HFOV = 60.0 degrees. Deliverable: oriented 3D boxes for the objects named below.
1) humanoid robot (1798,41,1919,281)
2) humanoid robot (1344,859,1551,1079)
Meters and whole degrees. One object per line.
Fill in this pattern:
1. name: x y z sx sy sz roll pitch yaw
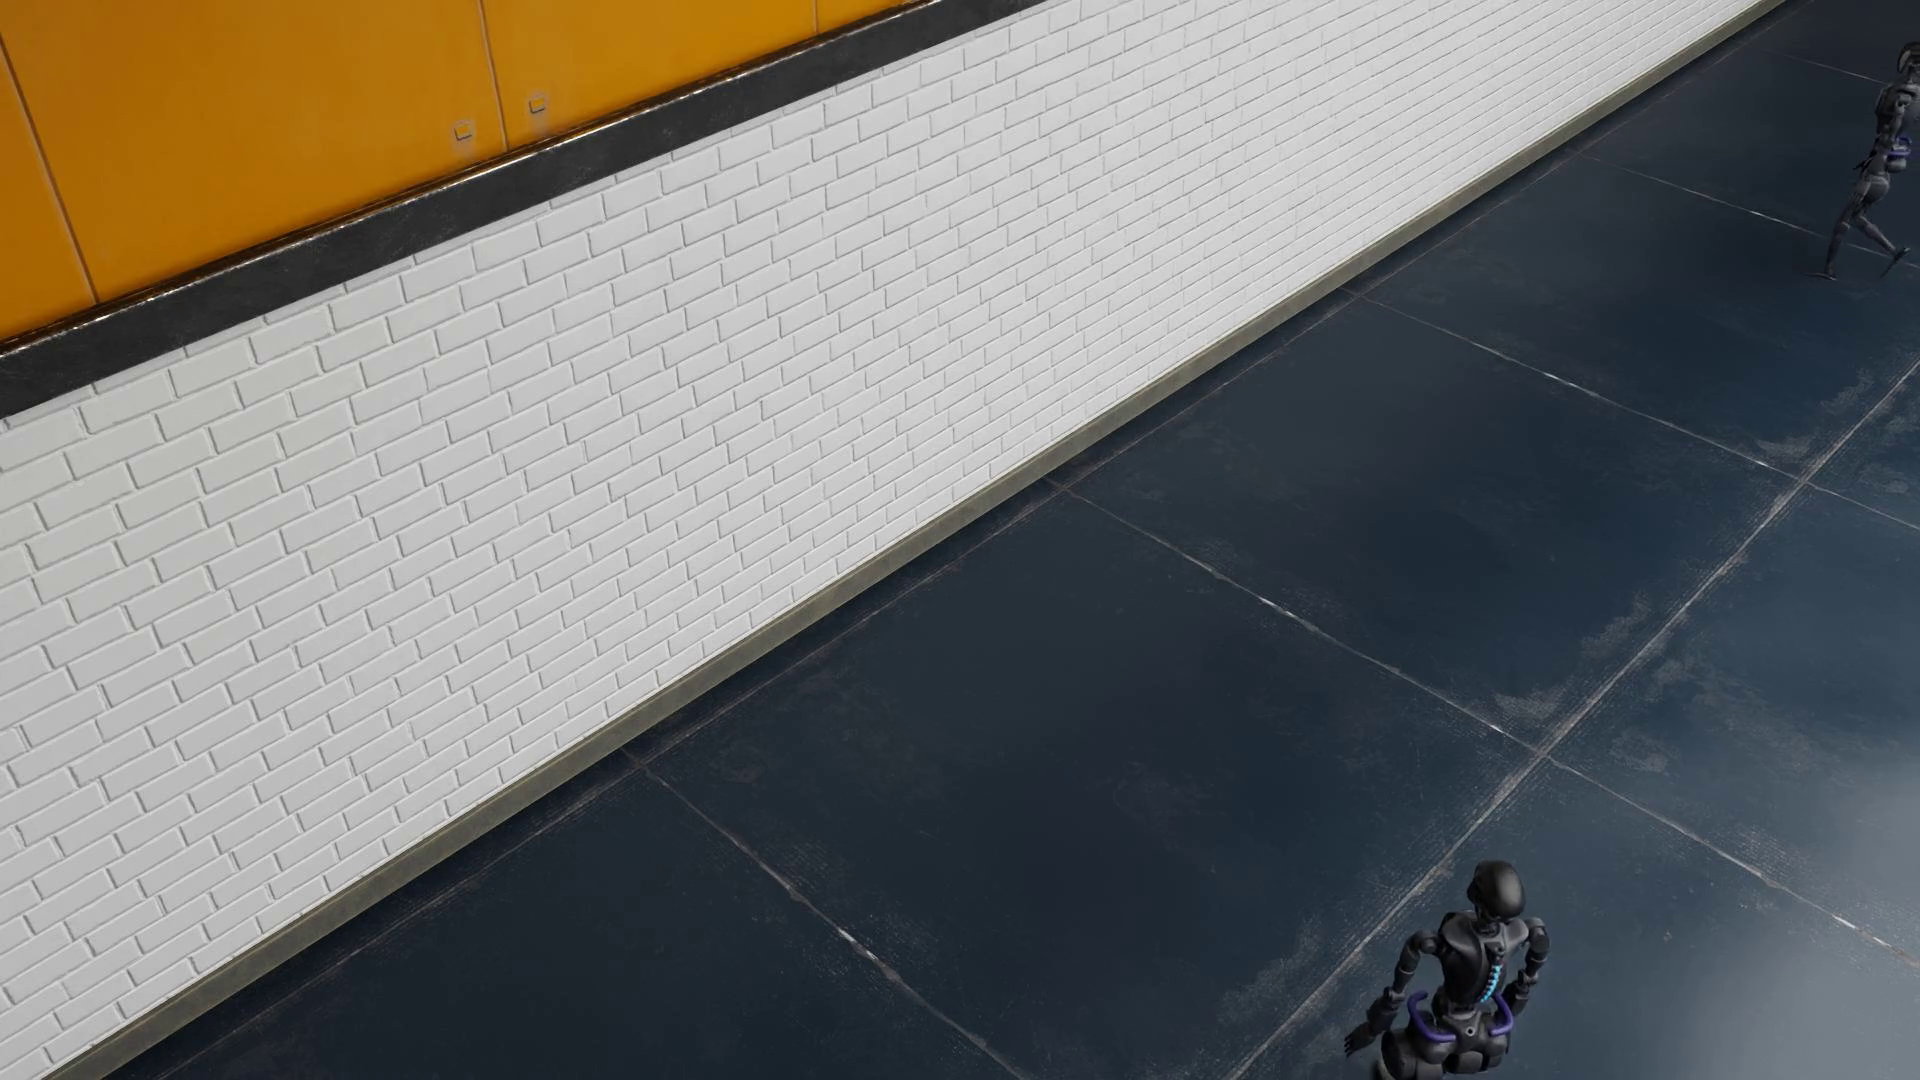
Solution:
1. humanoid robot: 6.058 -2.424 10.841 0.624 1.637 0.602 17 42 21
2. humanoid robot: 1.658 1.687 5.728 0.592 1.634 0.796 -6 39 -8
